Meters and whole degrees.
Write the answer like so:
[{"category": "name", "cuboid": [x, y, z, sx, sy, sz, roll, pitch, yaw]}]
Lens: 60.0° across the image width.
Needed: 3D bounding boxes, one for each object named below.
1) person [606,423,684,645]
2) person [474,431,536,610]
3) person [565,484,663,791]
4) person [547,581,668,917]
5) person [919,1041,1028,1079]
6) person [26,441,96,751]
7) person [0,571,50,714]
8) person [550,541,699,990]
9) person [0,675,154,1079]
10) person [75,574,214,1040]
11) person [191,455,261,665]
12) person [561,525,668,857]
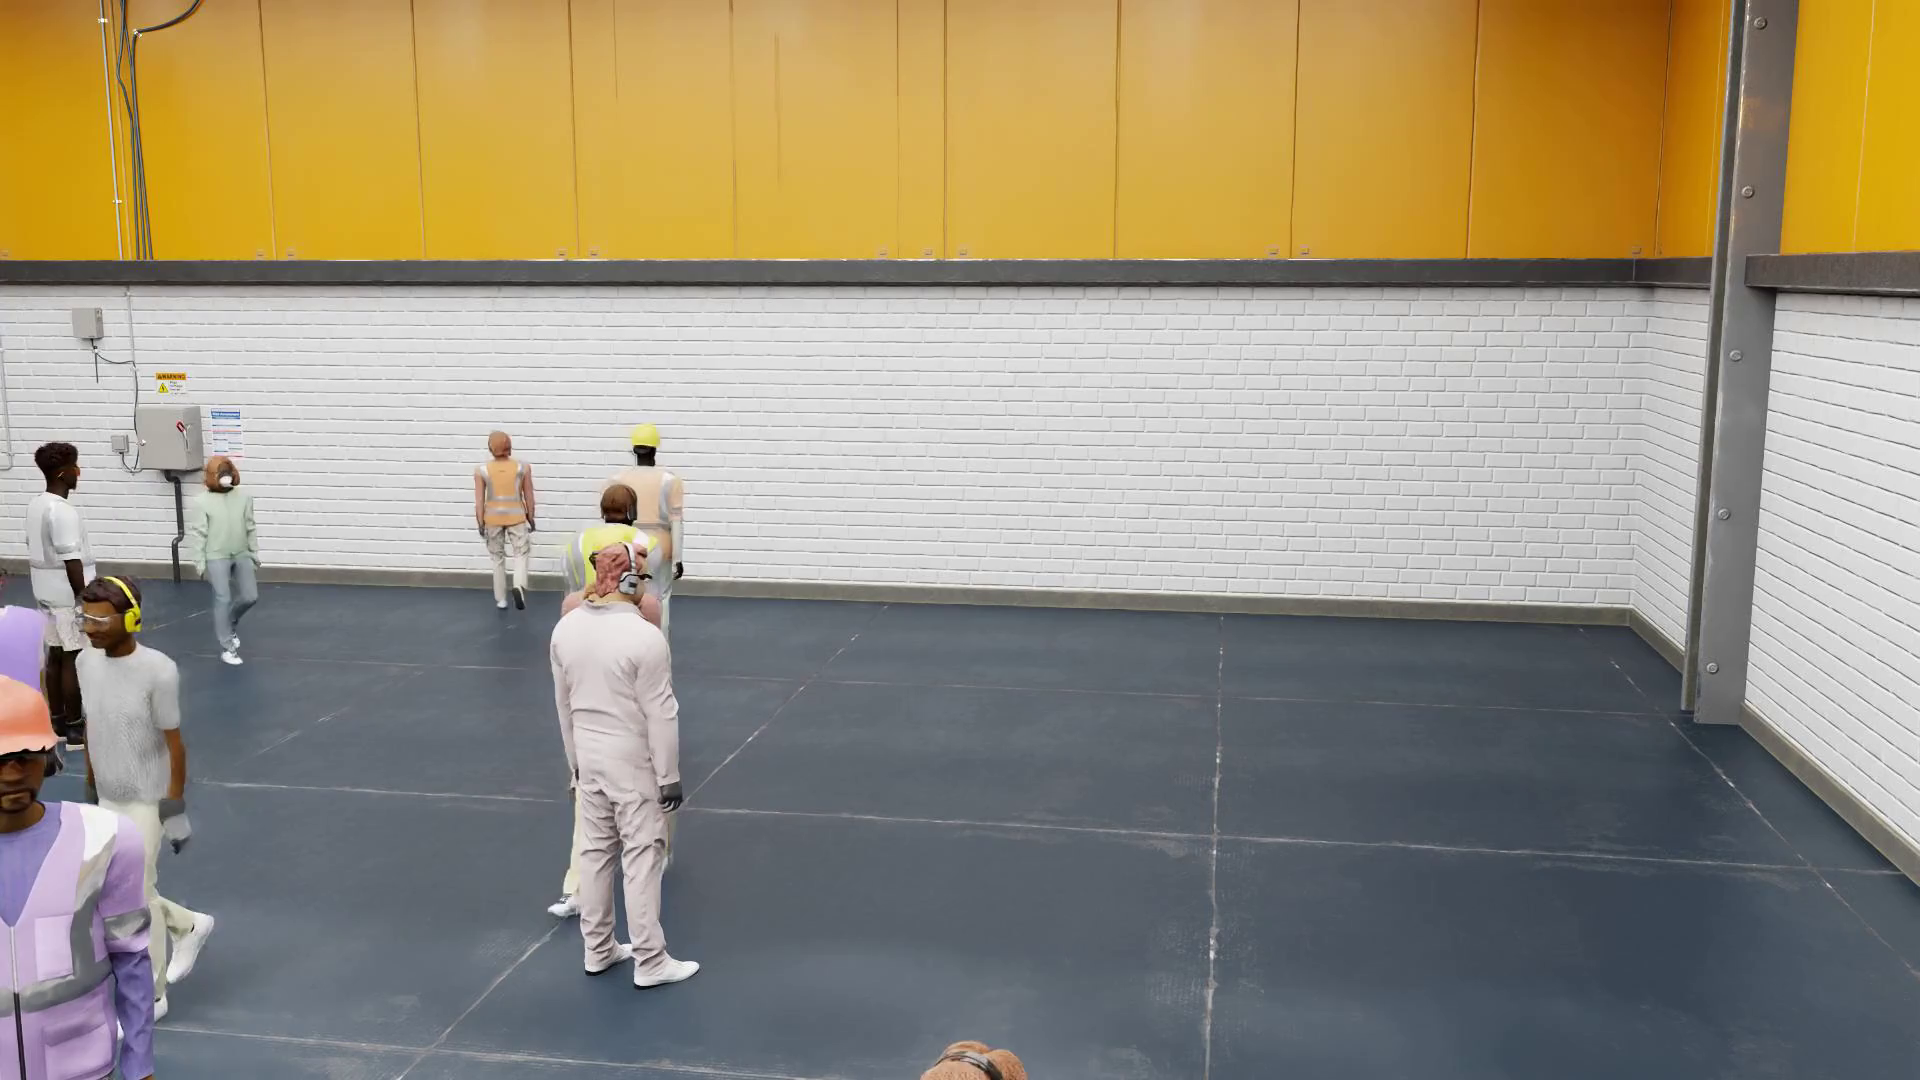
[{"category": "person", "cuboid": [-2.360, 0.080, 12.435, 0.590, 1.905, 0.781, 0, 9, 2]}, {"category": "person", "cuboid": [-4.024, -0.157, 14.722, 0.528, 1.620, 0.582, -2, 10, -15]}, {"category": "person", "cuboid": [-2.035, 0.573, 9.764, 0.627, 1.795, 0.944, 2, 9, 12]}, {"category": "person", "cuboid": [-1.663, 0.962, 7.963, 0.502, 1.581, 0.886, 3, 10, 20]}, {"category": "person", "cuboid": [0.039, 1.724, 3.202, 0.551, 1.599, 0.828, 4, 10, 25]}, {"category": "person", "cuboid": [-5.677, 0.349, 10.569, 0.614, 1.964, 0.361, 8, 12, 42]}, {"category": "person", "cuboid": [-4.243, 0.950, 7.299, 0.485, 1.821, 0.599, 4, 10, 23]}, {"category": "person", "cuboid": [-1.415, 0.949, 7.078, 0.638, 1.902, 0.406, 6, 11, 34]}, {"category": "person", "cuboid": [-2.356, 1.341, 4.209, 0.607, 2.048, 0.368, -5, 10, -27]}, {"category": "person", "cuboid": [-3.293, 1.033, 6.695, 0.536, 1.850, 0.516, 4, 10, 22]}, {"category": "person", "cuboid": [-5.699, 0.147, 12.878, 0.429, 1.625, 0.510, 7, 12, 37]}, {"category": "person", "cuboid": [-1.735, 0.801, 8.401, 0.526, 1.768, 0.314, 1, 9, 5]}]
